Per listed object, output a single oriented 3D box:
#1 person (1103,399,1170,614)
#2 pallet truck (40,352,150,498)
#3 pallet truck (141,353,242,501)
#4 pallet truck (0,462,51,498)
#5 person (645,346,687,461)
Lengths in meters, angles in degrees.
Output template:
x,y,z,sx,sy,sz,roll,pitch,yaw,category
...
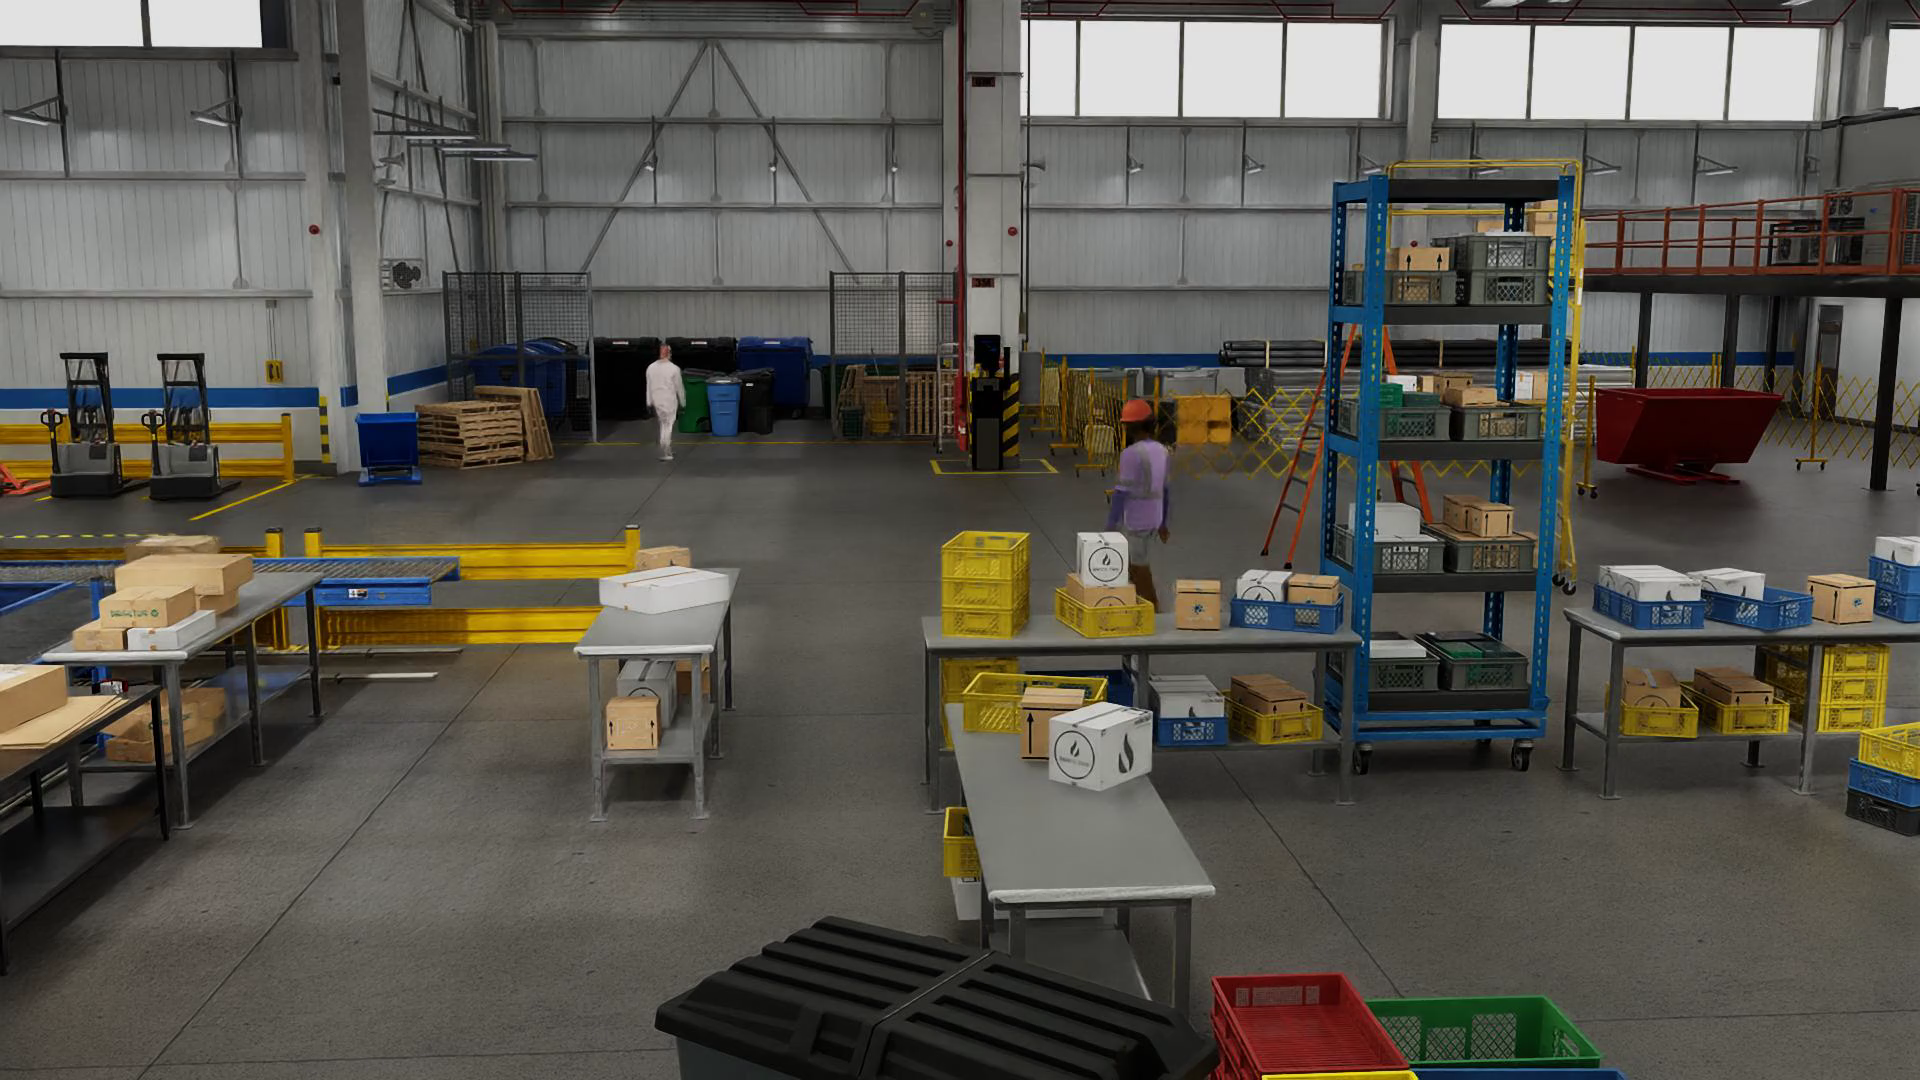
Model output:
x,y,z,sx,sy,sz,roll,pitch,yaw,category
1.418,-0.156,13.787,0.699,2.018,0.614,5,10,30,person
-11.907,-1.642,23.165,0.823,1.965,1.885,0,9,0,pallet truck
-10.520,-1.604,22.925,0.823,1.965,1.885,-1,9,-6,pallet truck
-13.193,-1.293,23.148,0.653,1.274,1.630,-1,9,-4,pallet truck
-4.786,-2.258,27.419,0.649,1.872,0.862,4,10,23,person
